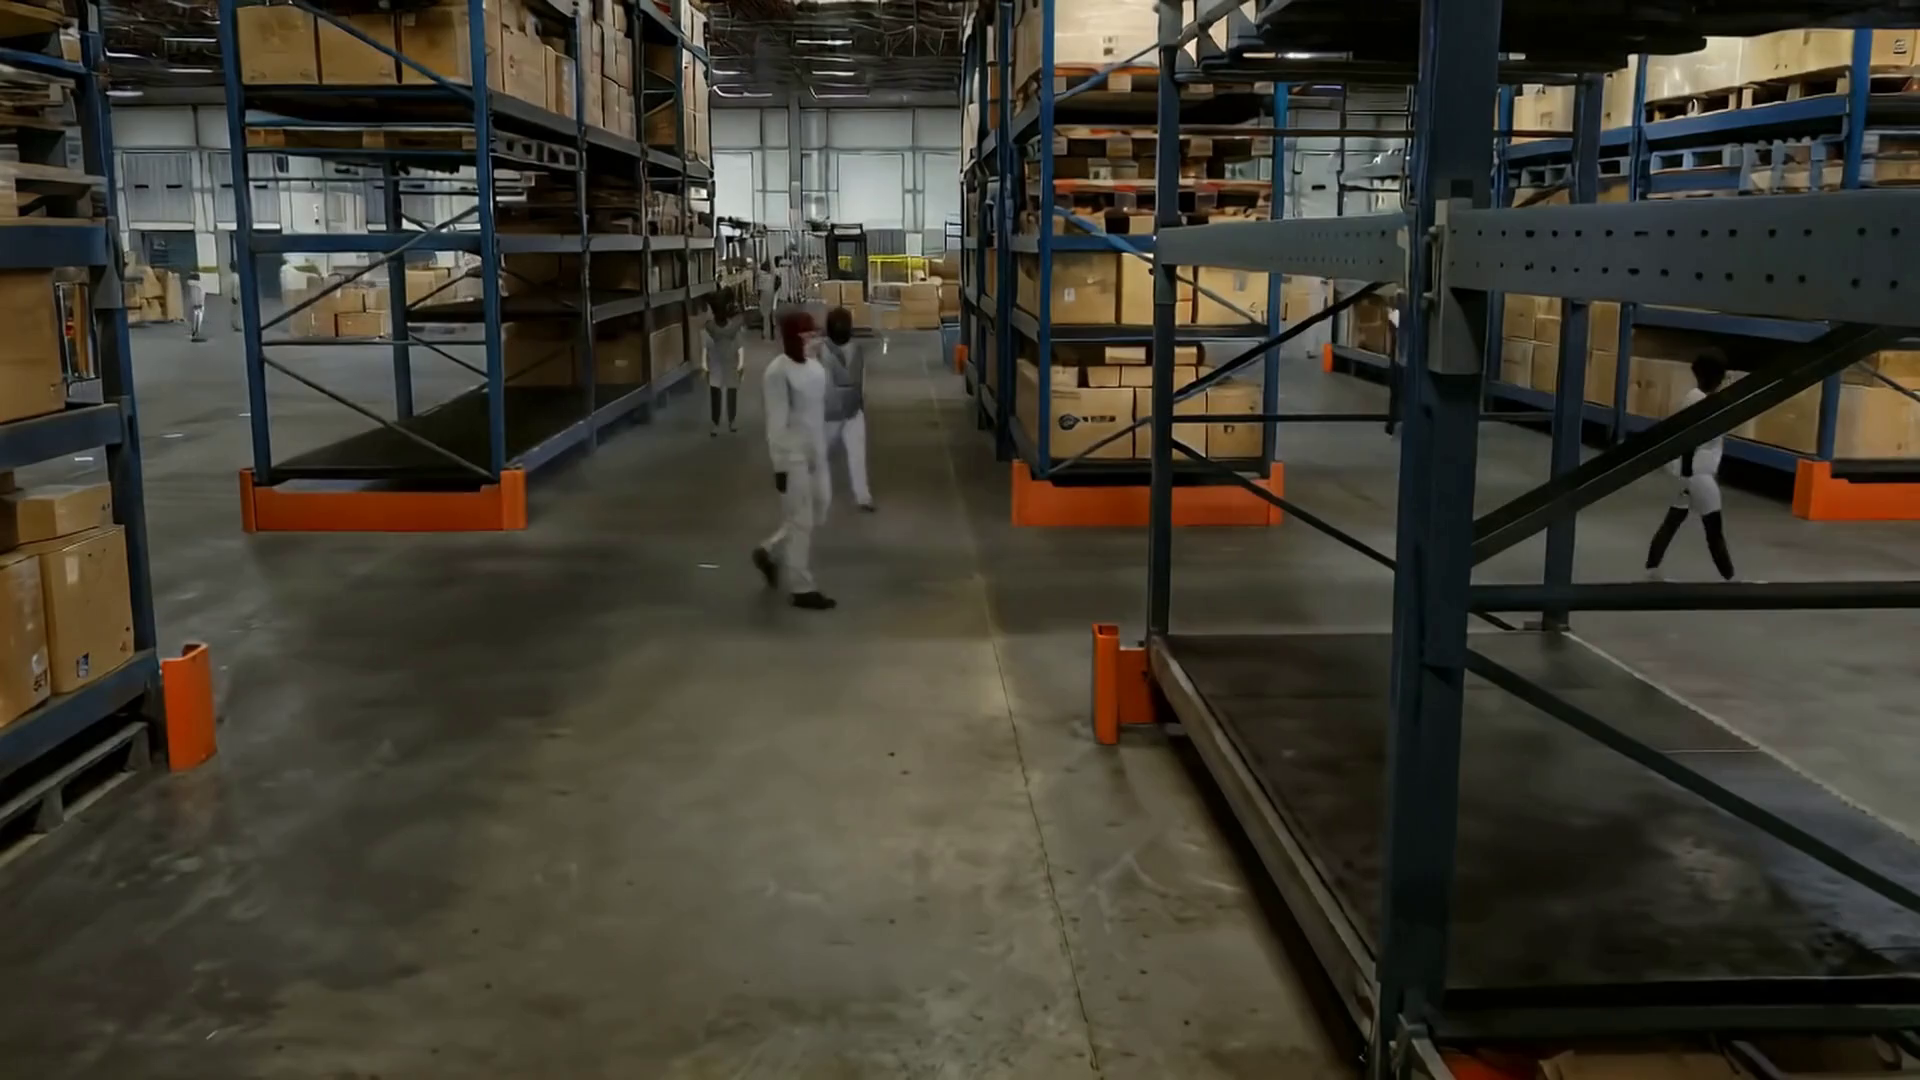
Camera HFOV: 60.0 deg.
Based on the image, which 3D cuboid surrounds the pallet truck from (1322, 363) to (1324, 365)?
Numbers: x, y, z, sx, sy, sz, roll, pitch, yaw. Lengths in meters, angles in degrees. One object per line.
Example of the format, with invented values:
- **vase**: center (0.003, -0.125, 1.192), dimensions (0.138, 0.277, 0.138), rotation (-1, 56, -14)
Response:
- **pallet truck**: center (7.712, -4.157, 30.737), dimensions (1.885, 1.965, 0.823), rotation (3, 11, 16)

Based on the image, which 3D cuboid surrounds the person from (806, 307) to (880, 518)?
- **person**: center (-1.080, -1.109, 14.354), dimensions (0.642, 1.793, 0.973), rotation (-8, 13, -36)

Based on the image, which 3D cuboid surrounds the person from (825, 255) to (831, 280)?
- **person**: center (-4.201, -8.444, 54.822), dimensions (0.375, 1.922, 0.594), rotation (7, 12, 34)

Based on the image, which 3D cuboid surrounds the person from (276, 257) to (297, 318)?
- **person**: center (-20.169, -7.550, 49.969), dimensions (1.036, 1.888, 0.653), rotation (5, 12, 28)

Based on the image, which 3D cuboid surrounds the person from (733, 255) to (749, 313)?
- **person**: center (-7.199, -8.364, 54.420), dimensions (0.618, 1.905, 0.453), rotation (-7, 12, -35)

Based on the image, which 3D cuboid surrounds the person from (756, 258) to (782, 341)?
- **person**: center (-4.536, -5.704, 39.444), dimensions (0.614, 1.962, 0.366), rotation (1, 10, 8)

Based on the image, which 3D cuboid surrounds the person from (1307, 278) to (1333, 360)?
- **person**: center (7.363, -4.491, 33.039), dimensions (0.931, 1.830, 0.561), rotation (2, 10, 10)

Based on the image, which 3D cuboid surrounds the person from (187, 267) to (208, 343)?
- **person**: center (-17.718, -5.457, 38.630), dimensions (0.329, 1.765, 0.533), rotation (1, 10, 7)

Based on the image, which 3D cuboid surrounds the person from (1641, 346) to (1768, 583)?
- **person**: center (4.967, -0.444, 10.989), dimensions (0.838, 1.654, 0.554), rotation (5, 11, 25)

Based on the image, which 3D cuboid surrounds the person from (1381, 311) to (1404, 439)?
- **person**: center (5.265, -2.054, 19.406), dimensions (0.609, 1.864, 1.023), rotation (-1, 10, -4)

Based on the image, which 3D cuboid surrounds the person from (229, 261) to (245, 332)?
- **person**: center (-18.733, -6.314, 43.164), dimensions (0.433, 1.850, 0.518), rotation (-7, 12, -34)

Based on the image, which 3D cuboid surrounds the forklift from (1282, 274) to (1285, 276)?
- **forklift**: center (12.240, -10.302, 62.509), dimensions (1.129, 2.768, 1.873), rotation (0, 10, -2)

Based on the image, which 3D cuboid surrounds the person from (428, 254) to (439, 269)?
- **person**: center (-17.118, -8.332, 54.204), dimensions (0.376, 1.935, 0.629), rotation (-8, 13, -37)

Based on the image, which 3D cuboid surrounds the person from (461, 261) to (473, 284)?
- **person**: center (-18.088, -9.411, 60.952), dimensions (0.868, 1.658, 0.537), rotation (9, 13, 40)

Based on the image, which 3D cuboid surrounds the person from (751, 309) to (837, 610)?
- **person**: center (-1.087, -0.513, 10.650), dimensions (0.586, 1.923, 0.633), rotation (5, 11, 26)

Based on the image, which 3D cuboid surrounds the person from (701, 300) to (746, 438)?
- **person**: center (-2.851, -2.070, 20.077), dimensions (0.548, 1.639, 0.903), rotation (0, 10, 1)

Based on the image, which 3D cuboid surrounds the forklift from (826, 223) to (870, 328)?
- **forklift**: center (-2.948, -6.933, 43.744), dimensions (1.129, 2.768, 1.873), rotation (0, 10, -2)
